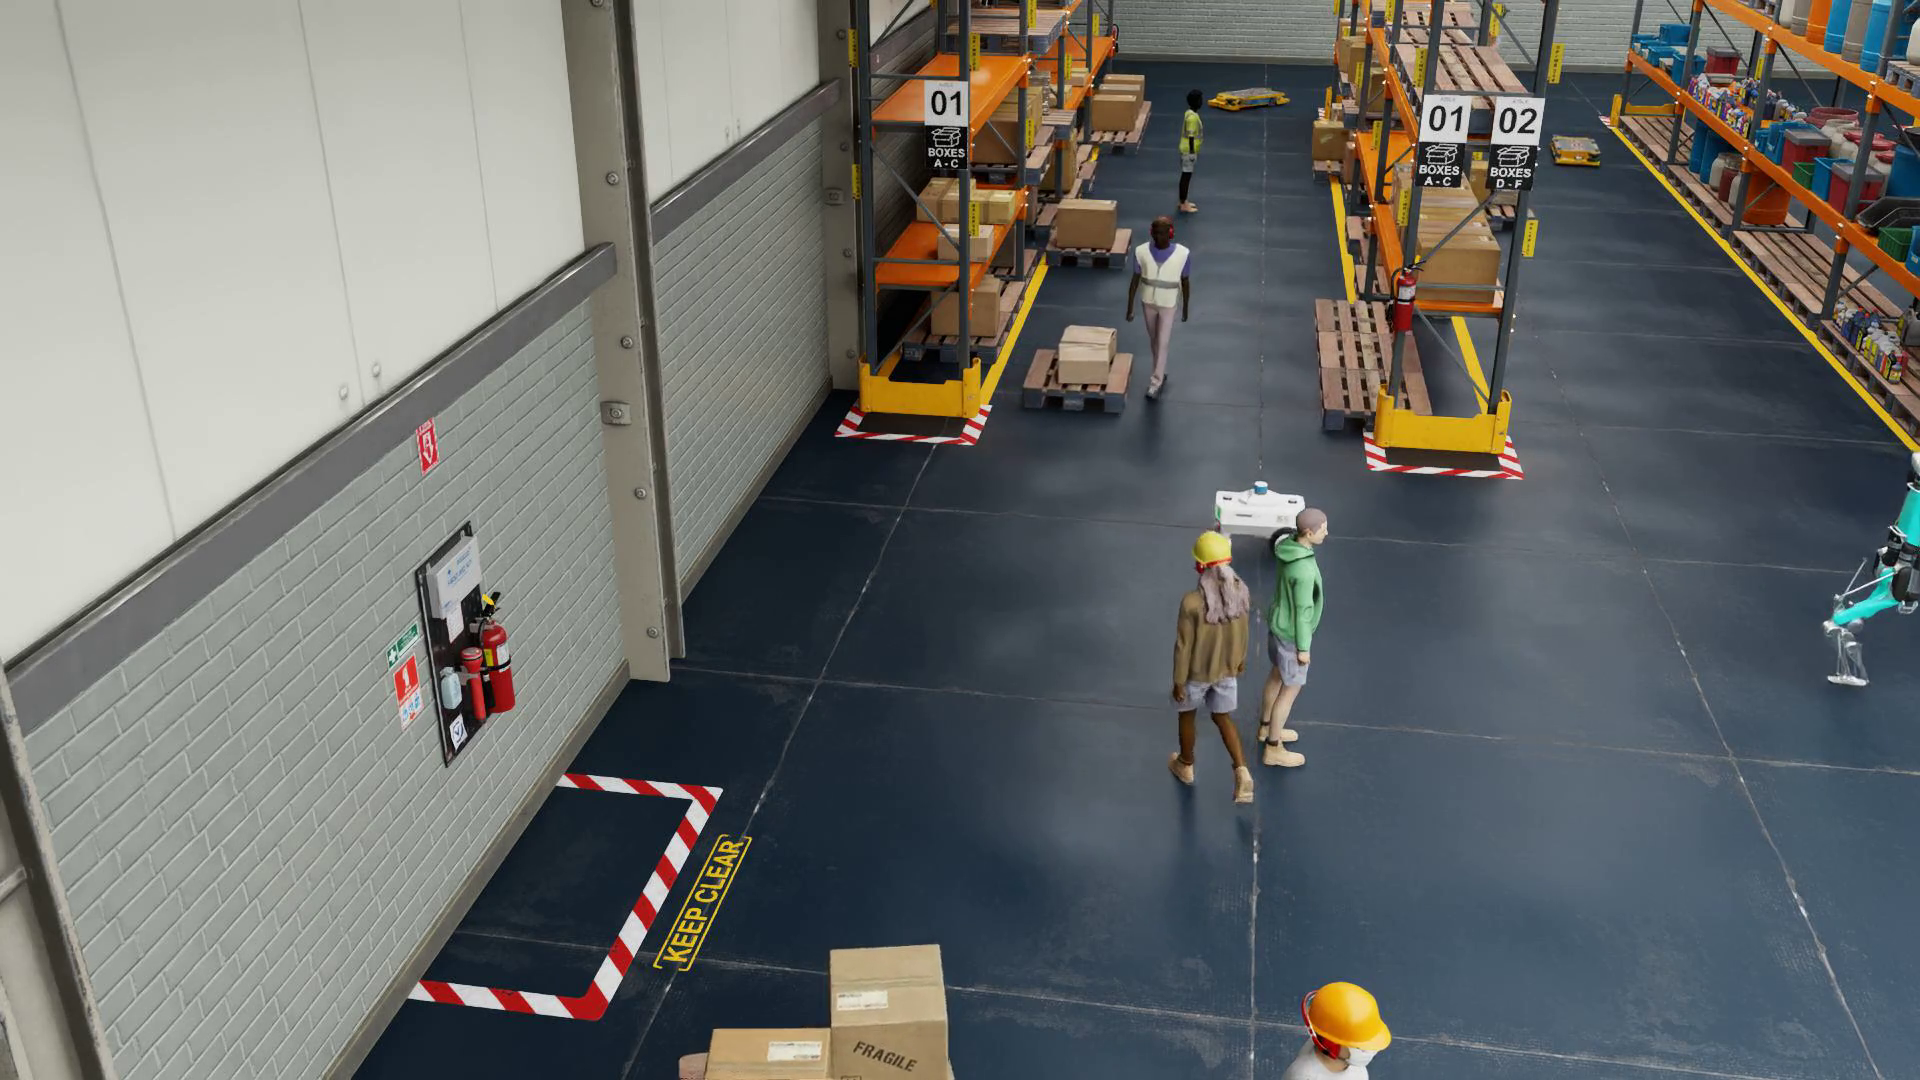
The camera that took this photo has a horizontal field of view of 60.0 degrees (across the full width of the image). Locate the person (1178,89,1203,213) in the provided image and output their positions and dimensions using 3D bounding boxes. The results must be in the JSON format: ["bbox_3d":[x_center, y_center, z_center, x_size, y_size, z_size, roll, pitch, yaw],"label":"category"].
[{"bbox_3d":[3.241,-5.472,23.379,0.322,1.695,0.535,2,25,5],"label":"person"}]

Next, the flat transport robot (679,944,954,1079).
[{"bbox_3d":[-0.594,2.815,7.333,0.659,0.231,1.431,-4,25,-9],"label":"flat transport robot"}]

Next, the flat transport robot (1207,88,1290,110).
[{"bbox_3d":[5.358,-8.184,30.874,1.431,0.231,0.659,-14,28,-27],"label":"flat transport robot"}]

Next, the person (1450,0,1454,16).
[{"bbox_3d":[9.231,-9.397,31.702,0.524,1.768,0.313,-4,25,-8],"label":"person"}]

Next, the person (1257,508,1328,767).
[{"bbox_3d":[2.062,0.594,10.364,0.316,1.733,0.477,-1,25,-3],"label":"person"}]

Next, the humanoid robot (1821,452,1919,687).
[{"bbox_3d":[6.059,0.267,11.098,0.756,1.815,0.543,3,25,6],"label":"humanoid robot"}]

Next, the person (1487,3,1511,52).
[{"bbox_3d":[9.793,-8.921,30.586,0.470,1.847,0.496,9,26,18],"label":"person"}]

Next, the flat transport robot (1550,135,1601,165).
[{"bbox_3d":[9.895,-6.262,26.761,0.659,0.231,1.431,6,26,13],"label":"flat transport robot"}]

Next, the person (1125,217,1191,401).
[{"bbox_3d":[1.942,-2.303,16.481,0.582,1.789,0.967,10,27,20],"label":"person"}]

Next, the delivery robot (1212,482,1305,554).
[{"bbox_3d":[2.430,-0.168,13.402,0.811,0.614,0.499,3,25,7],"label":"delivery robot"}]

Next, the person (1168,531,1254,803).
[{"bbox_3d":[1.527,0.782,9.947,0.544,1.737,0.717,-9,27,-19],"label":"person"}]

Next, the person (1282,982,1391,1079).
[{"bbox_3d":[1.352,2.427,6.264,0.383,1.890,0.556,15,29,29],"label":"person"}]
